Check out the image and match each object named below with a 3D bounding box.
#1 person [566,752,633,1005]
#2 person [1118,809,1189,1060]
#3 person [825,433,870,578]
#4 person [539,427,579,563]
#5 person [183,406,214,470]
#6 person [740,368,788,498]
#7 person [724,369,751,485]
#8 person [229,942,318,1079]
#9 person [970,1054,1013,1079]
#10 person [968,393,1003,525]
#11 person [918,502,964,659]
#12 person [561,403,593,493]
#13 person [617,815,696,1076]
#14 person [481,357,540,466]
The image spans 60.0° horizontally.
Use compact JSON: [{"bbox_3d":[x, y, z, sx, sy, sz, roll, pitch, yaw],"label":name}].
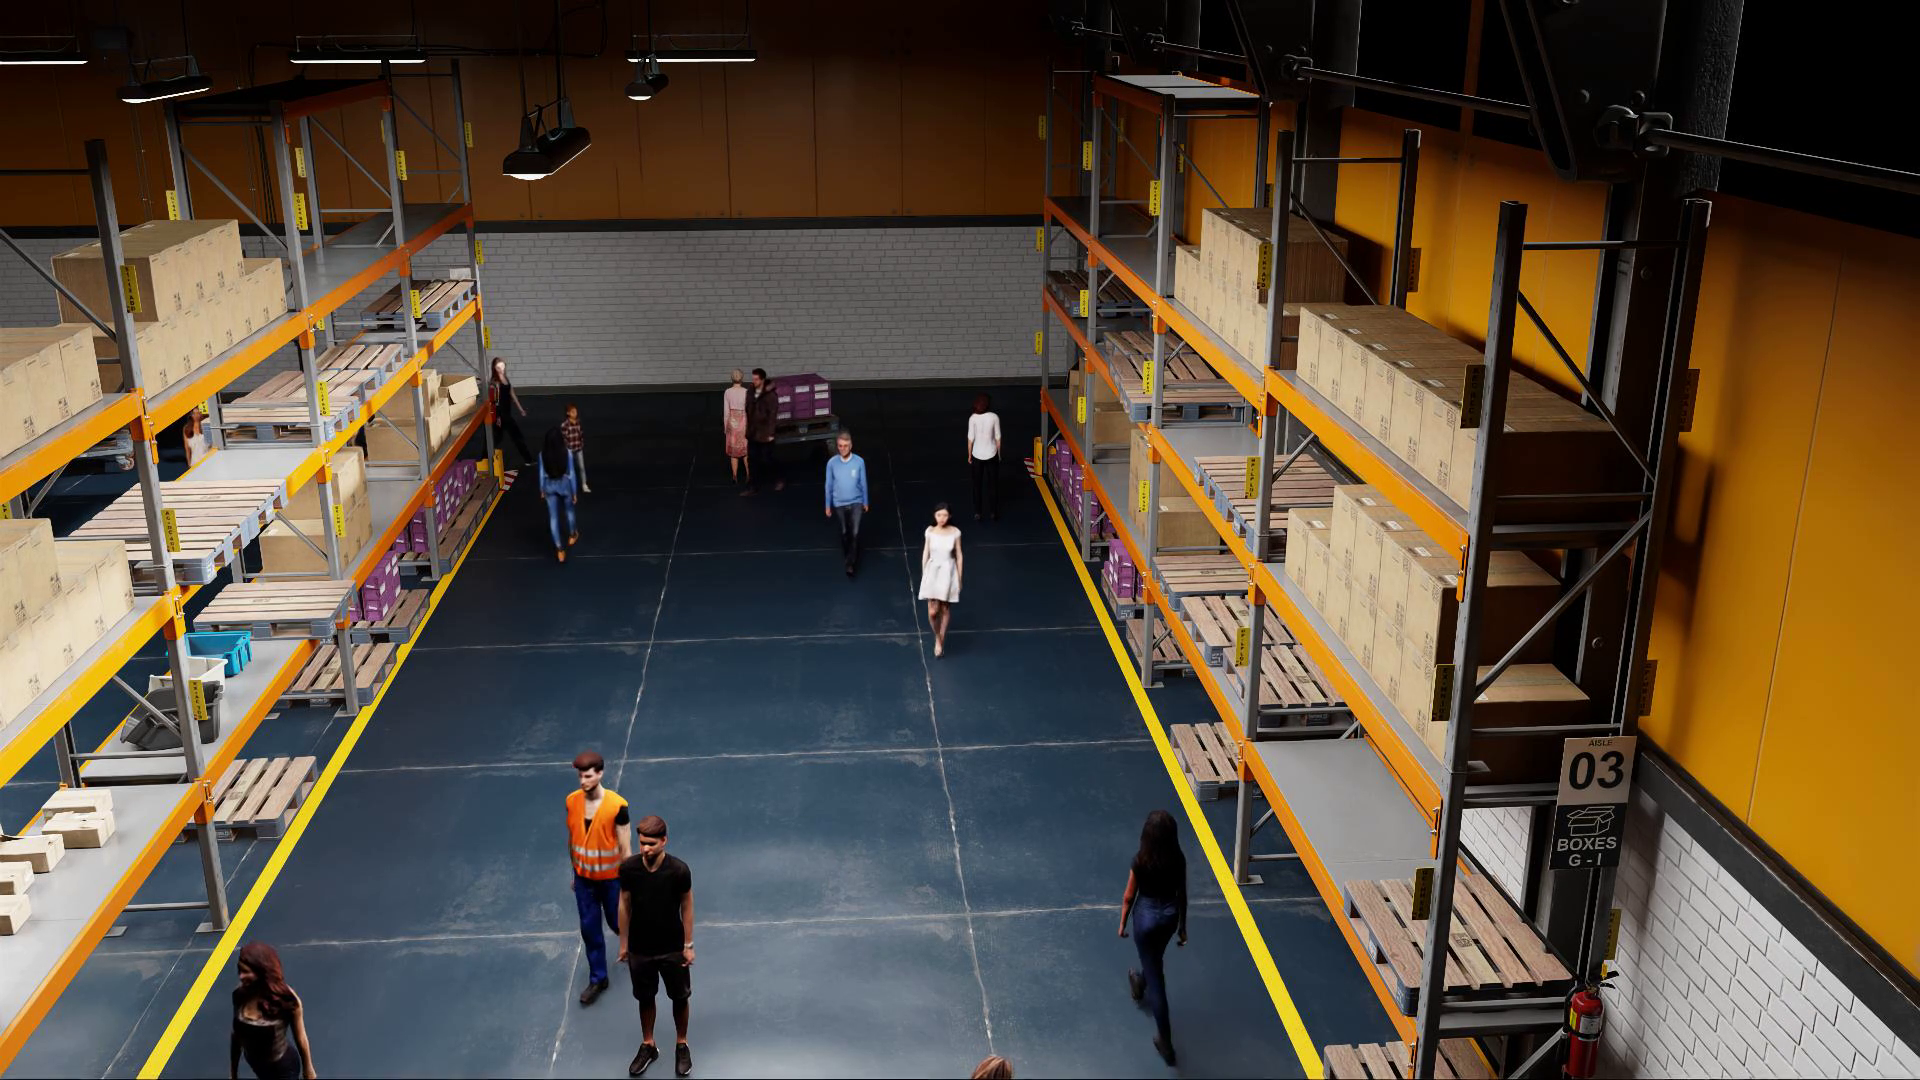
[{"bbox_3d":[-2.547,2.362,11.999,0.928,1.866,1.138,6,20,17],"label":"person"},{"bbox_3d":[1.355,2.699,11.282,0.710,1.686,1.182,-5,19,-14],"label":"person"},{"bbox_3d":[-1.385,-0.470,20.583,0.802,1.755,1.191,1,19,4],"label":"person"},{"bbox_3d":[-5.063,-0.551,20.937,0.632,1.682,1.058,-2,19,-6],"label":"person"},{"bbox_3d":[-9.997,-0.971,22.089,0.637,1.743,1.102,-2,19,-6],"label":"person"},{"bbox_3d":[-2.769,-1.540,23.656,1.139,1.821,1.213,13,22,33],"label":"person"},{"bbox_3d":[-3.218,-1.660,24.218,0.596,1.691,0.556,-1,19,-3],"label":"person"},{"bbox_3d":[-4.017,3.140,9.933,0.965,1.710,1.259,7,20,19],"label":"person"},{"bbox_3d":[0.151,3.496,8.842,0.750,1.732,0.668,-16,25,-40],"label":"person"},{"bbox_3d":[0.332,-1.103,22.401,0.609,1.794,0.512,-1,19,-3],"label":"person"},{"bbox_3d":[-0.190,0.415,17.943,0.676,1.762,0.772,1,19,2],"label":"person"},{"bbox_3d":[-5.595,-1.326,23.867,0.840,1.282,0.978,-15,24,-37],"label":"person"},{"bbox_3d":[-2.005,2.672,11.085,0.711,1.862,0.631,1,19,4],"label":"person"},{"bbox_3d":[-6.927,-1.889,24.906,0.770,1.685,1.110,0,19,-1],"label":"person"}]
